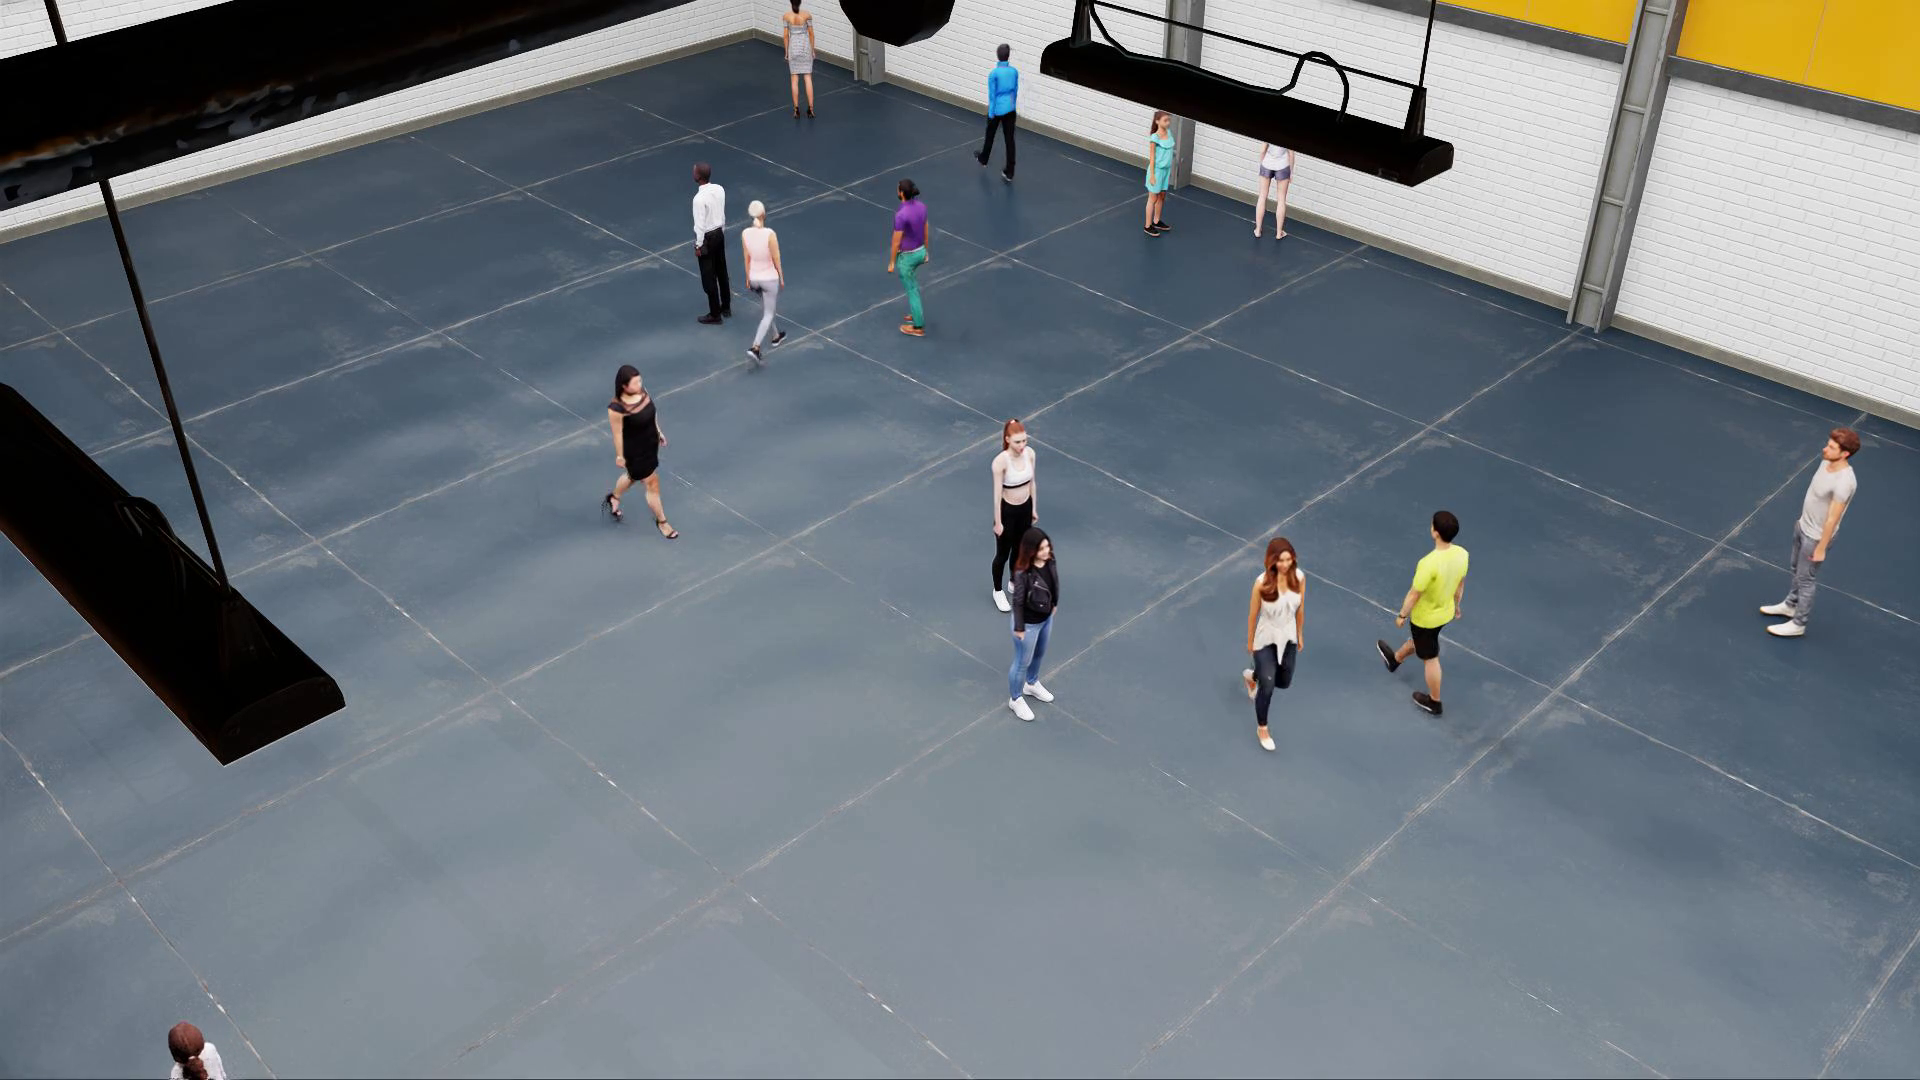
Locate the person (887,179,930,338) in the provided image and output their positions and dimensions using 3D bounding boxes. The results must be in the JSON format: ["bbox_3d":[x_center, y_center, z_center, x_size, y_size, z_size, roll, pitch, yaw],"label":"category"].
[{"bbox_3d":[-0.450,-3.044,18.060,0.723,1.755,0.710,16,37,22],"label":"person"}]

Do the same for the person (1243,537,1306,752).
[{"bbox_3d":[2.310,0.704,12.408,0.832,1.770,0.986,-10,35,-15],"label":"person"}]

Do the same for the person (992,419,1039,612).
[{"bbox_3d":[0.443,-0.222,13.826,0.618,1.742,0.554,-22,39,-29],"label":"person"}]

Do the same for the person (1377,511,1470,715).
[{"bbox_3d":[3.659,0.587,12.670,0.768,1.673,1.077,-21,39,-29],"label":"person"}]

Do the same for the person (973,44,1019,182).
[{"bbox_3d":[0.607,-5.590,21.884,0.878,1.761,1.160,-16,37,-22],"label":"person"}]

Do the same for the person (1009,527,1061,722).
[{"bbox_3d":[0.560,0.604,12.680,0.597,1.634,0.673,23,40,30],"label":"person"}]

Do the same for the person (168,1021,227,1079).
[{"bbox_3d":[-4.204,3.143,9.356,0.826,1.086,0.519,22,39,29],"label":"person"}]

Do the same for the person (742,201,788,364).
[{"bbox_3d":[-2.108,-2.704,17.606,1.102,1.691,0.910,14,36,20],"label":"person"}]

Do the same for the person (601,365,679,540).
[{"bbox_3d":[-2.933,-0.808,14.762,1.152,1.681,0.943,11,35,17],"label":"person"}]

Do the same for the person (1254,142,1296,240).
[{"bbox_3d":[3.850,-4.550,20.316,0.618,1.766,0.723,11,35,16],"label":"person"}]

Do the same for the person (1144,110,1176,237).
[{"bbox_3d":[2.455,-4.550,20.504,0.545,1.558,0.544,27,42,35],"label":"person"}]

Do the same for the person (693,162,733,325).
[{"bbox_3d":[-2.752,-3.280,18.342,0.632,1.836,0.702,17,37,23],"label":"person"}]

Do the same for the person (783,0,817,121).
[{"bbox_3d":[-2.299,-6.966,23.900,0.677,1.822,0.734,0,34,-1],"label":"person"}]

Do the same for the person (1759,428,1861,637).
[{"bbox_3d":[6.946,-0.075,13.470,0.755,1.891,0.738,6,34,8],"label":"person"}]
